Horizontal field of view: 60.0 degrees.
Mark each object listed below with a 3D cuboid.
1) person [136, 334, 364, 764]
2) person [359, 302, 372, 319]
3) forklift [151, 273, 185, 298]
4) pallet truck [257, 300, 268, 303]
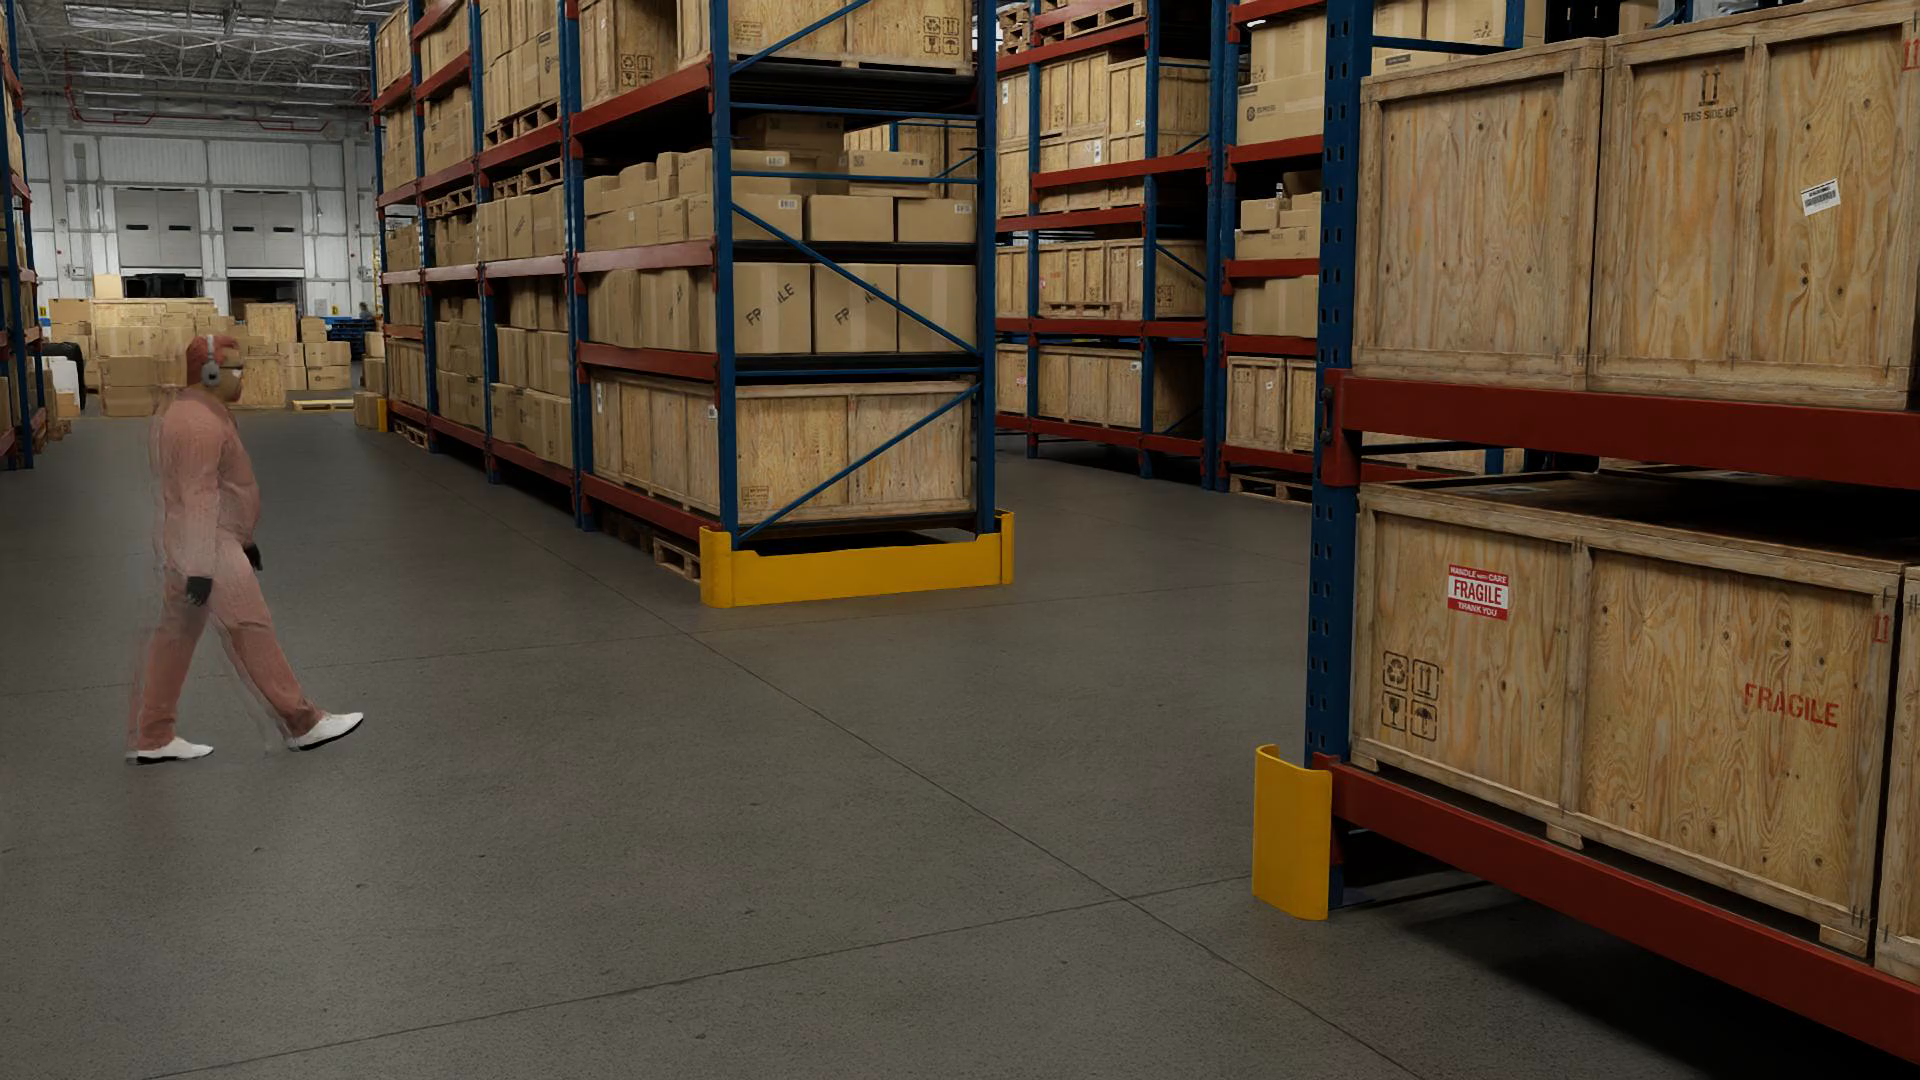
[{"bbox_3d":[-3.182,0.040,7.292,0.963,1.857,0.664,-5,10,-32],"label":"person"},{"bbox_3d":[-20.318,-7.164,56.771,0.453,1.923,0.626,-7,11,-40],"label":"person"},{"bbox_3d":[-24.814,-6.996,52.331,1.873,2.768,1.129,6,10,37],"label":"forklift"},{"bbox_3d":[-23.913,-7.404,58.171,1.885,1.965,0.823,-1,8,-9],"label":"pallet truck"}]
